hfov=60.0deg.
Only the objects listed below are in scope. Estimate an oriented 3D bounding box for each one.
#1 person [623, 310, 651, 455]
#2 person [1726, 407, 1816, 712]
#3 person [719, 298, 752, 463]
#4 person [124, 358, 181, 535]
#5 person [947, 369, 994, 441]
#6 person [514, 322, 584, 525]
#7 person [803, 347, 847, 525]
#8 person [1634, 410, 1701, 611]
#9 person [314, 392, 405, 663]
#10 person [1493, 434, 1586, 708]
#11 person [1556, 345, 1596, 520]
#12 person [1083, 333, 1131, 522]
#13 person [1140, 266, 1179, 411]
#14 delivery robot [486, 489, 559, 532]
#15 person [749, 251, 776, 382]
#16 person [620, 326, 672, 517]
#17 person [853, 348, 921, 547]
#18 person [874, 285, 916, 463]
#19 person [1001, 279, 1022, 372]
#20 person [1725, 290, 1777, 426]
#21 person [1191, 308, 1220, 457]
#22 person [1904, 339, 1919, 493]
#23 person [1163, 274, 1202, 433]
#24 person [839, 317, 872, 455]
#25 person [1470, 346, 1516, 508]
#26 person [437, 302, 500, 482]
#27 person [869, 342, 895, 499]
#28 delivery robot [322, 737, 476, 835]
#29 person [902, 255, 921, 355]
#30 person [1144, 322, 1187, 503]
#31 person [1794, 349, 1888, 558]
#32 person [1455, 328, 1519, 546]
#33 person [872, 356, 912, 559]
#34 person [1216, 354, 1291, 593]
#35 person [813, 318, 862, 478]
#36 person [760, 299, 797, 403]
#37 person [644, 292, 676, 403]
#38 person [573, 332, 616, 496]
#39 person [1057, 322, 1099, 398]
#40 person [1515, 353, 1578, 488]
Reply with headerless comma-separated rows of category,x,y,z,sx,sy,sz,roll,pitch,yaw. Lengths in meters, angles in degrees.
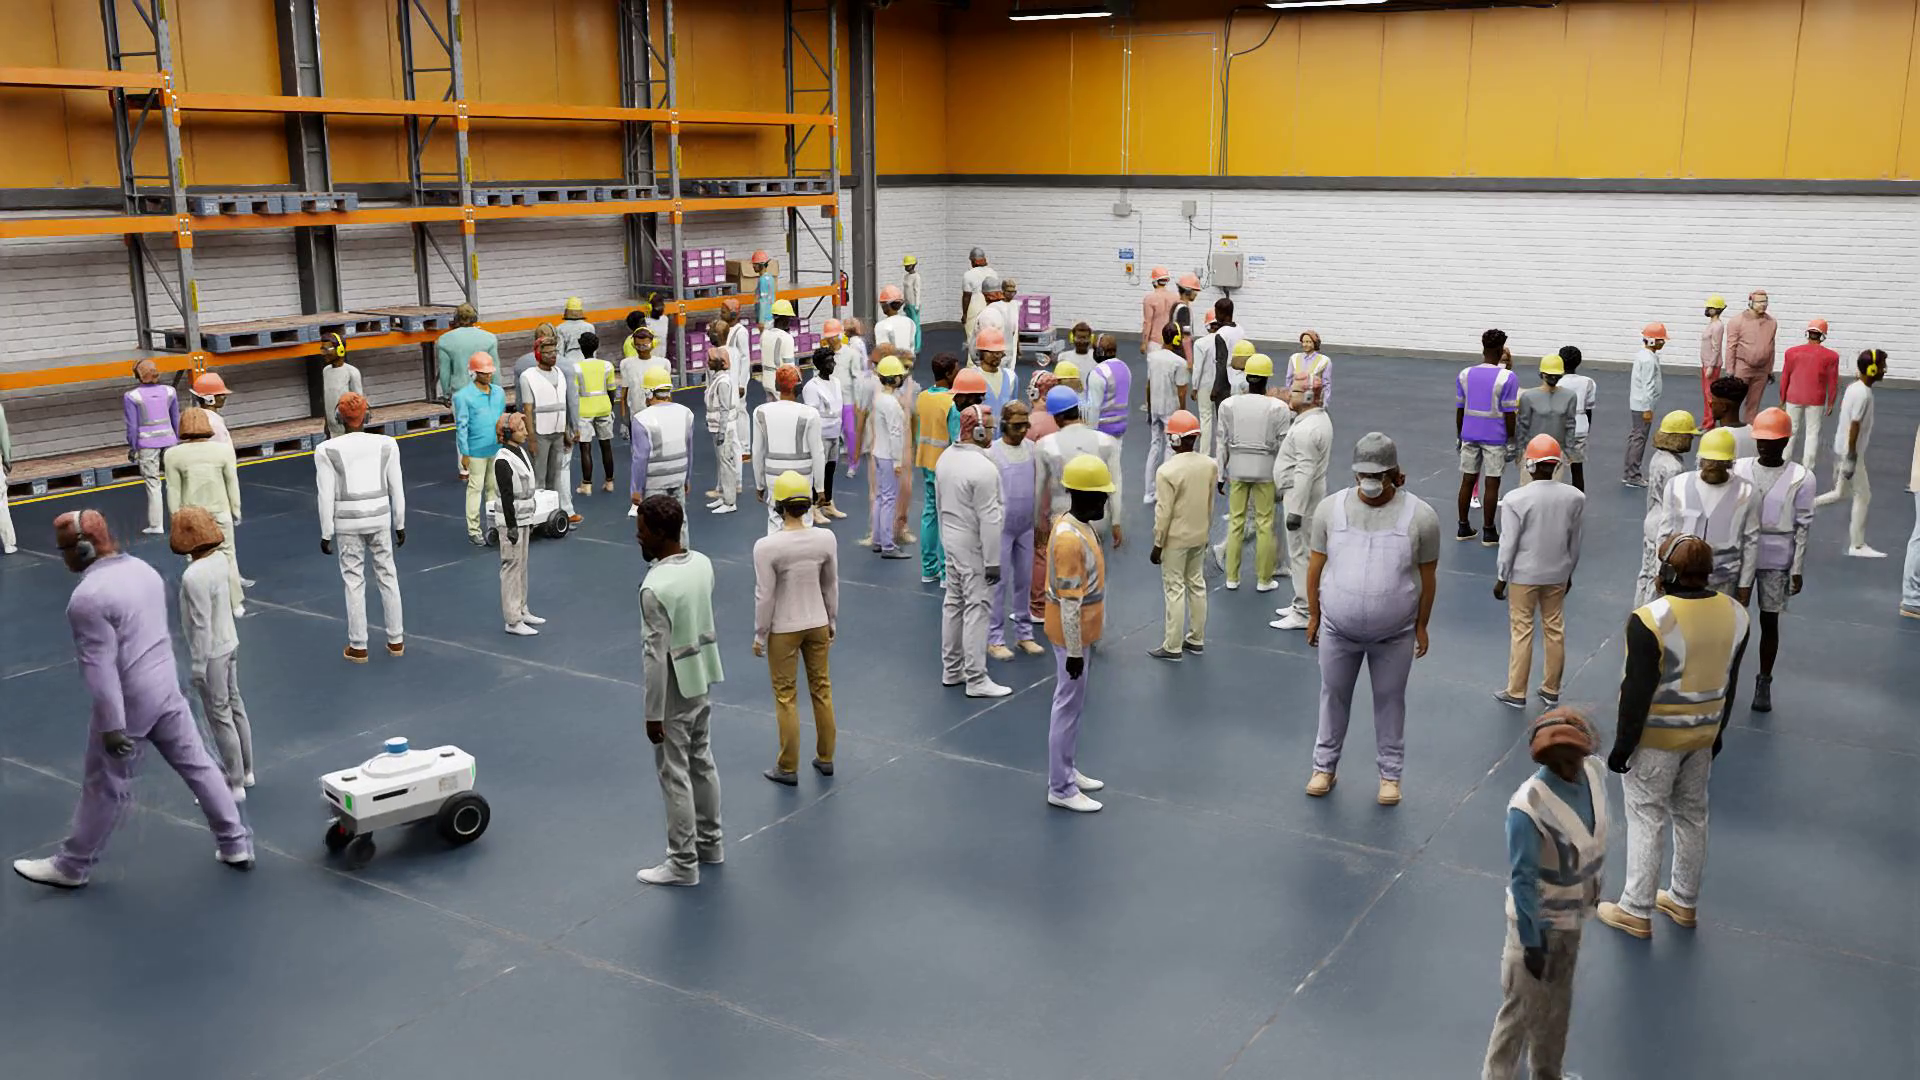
person,-3.785,-1.854,19.601,0.318,1.697,0.535,1,13,5
person,5.042,0.123,10.497,0.545,1.939,0.373,9,16,35
person,-2.584,-1.814,19.017,0.343,1.882,0.585,-7,15,-27
person,-7.466,-0.866,15.438,0.313,1.642,0.513,9,16,35
person,0.078,-0.305,12.356,0.356,1.939,0.543,-1,13,-5
person,-3.880,-1.085,15.734,0.637,1.938,0.355,4,13,15
person,-1.289,-1.002,15.906,0.318,1.697,0.535,7,15,27
person,4.953,-0.045,11.653,0.302,1.743,0.494,2,13,8
person,-4.139,-0.087,11.528,0.585,1.882,0.337,-9,16,-34
person,3.657,0.196,10.581,0.564,1.753,0.336,-3,13,-11
person,5.838,-1.025,16.022,0.534,1.695,0.320,-2,13,-7
person,1.365,-1.034,15.755,0.430,1.835,0.638,9,16,33
person,2.741,-2.761,22.881,0.609,1.995,0.376,-8,15,-32
delivery robot,-3.981,-0.295,15.134,0.477,0.478,0.707,6,14,24
person,-3.063,-3.472,25.887,0.405,2.034,0.608,0,13,1
person,-3.042,-1.150,16.186,0.535,1.863,0.331,-2,13,-9
person,-0.657,-0.816,14.886,0.629,1.817,0.375,-1,13,-4
person,-0.764,-1.852,18.834,0.397,2.044,0.609,10,17,38
person,0.623,-2.615,22.586,0.504,1.841,0.344,-10,16,-36
person,9.491,-2.041,19.952,0.639,1.910,0.407,-2,13,-9
person,2.910,-1.796,19.227,0.572,1.749,0.341,-6,14,-23
person,10.096,-1.361,17.325,0.339,1.762,0.525,8,15,32
person,2.800,-2.300,20.804,0.425,2.029,0.690,0,13,-2
person,-1.295,-1.793,19.492,0.598,1.618,0.540,2,13,9
person,5.325,-1.136,16.629,0.497,1.631,0.278,-4,13,-15
person,-5.268,-1.586,17.912,0.630,1.940,0.372,-4,14,-17
person,-0.772,-1.190,16.860,0.268,1.632,0.507,-4,14,-17
delivery robot,-2.843,1.246,8.443,0.707,0.478,0.477,-12,18,-41
person,-0.870,-4.166,29.502,0.338,1.761,0.524,-7,15,-28
person,2.073,-1.253,16.659,0.344,1.856,0.526,-11,17,-41
person,7.744,-0.769,14.598,0.805,1.845,0.524,5,14,21
person,4.748,-0.930,15.026,0.375,1.958,0.603,-11,17,-40
person,-0.602,-0.723,14.535,0.308,1.771,0.535,-4,14,-17
person,2.355,-0.533,13.364,0.594,1.925,0.369,5,14,20
person,-1.352,-1.554,18.206,0.576,1.738,0.354,5,14,19
person,-1.987,-1.701,18.453,0.397,1.920,0.586,-10,16,-37
person,-3.755,-2.143,20.531,0.481,1.839,0.546,10,16,36
person,-3.813,-1.306,17.222,0.541,1.696,0.315,-10,16,-36
person,1.209,-1.239,16.617,0.514,1.836,0.841,1,13,6
person,5.254,-0.803,14.929,0.538,1.754,0.377,-1,13,-3
